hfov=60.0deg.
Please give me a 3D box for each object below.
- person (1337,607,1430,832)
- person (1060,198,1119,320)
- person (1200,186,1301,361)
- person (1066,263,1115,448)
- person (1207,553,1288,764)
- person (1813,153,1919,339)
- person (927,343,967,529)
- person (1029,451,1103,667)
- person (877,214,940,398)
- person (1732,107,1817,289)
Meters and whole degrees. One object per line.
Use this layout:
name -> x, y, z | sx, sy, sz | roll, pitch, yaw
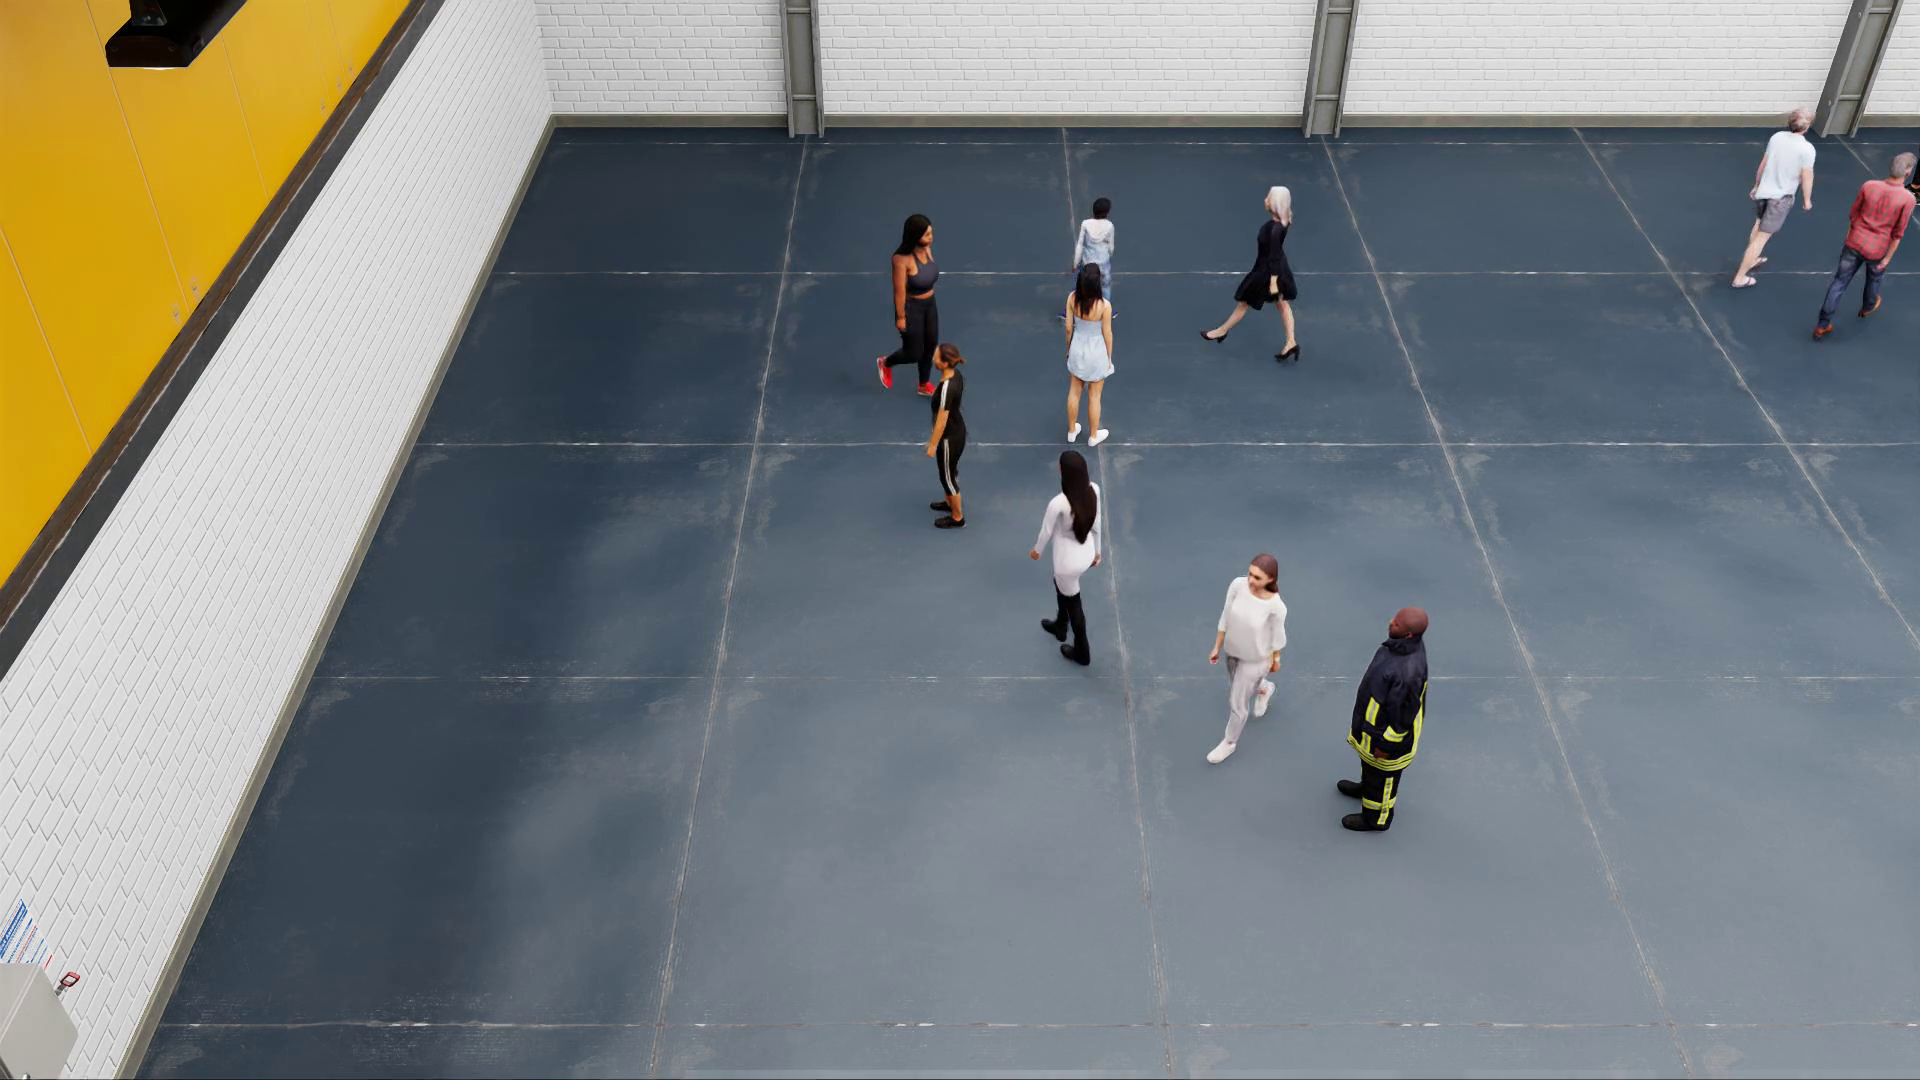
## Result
person -> 2.745, 1.112, 10.613 | 0.712, 1.823, 0.781 | 6, 39, 7
person -> 1.240, -2.640, 15.774 | 0.420, 1.245, 0.780 | -6, 39, -8
person -> 2.890, -2.379, 15.082 | 1.240, 1.701, 0.863 | 11, 40, 14
person -> 1.077, -1.569, 14.045 | 0.607, 1.730, 0.725 | 17, 42, 20
person -> 1.992, 0.714, 11.238 | 1.087, 1.664, 1.011 | -30, 48, -32
person -> 8.356, -2.684, 15.397 | 1.191, 1.785, 1.242 | 31, 48, 33
person -> -0.062, -0.816, 13.152 | 0.603, 1.668, 0.625 | 6, 39, 7
person -> 0.849, 0.197, 11.789 | 0.843, 1.784, 0.900 | -30, 48, -32
person -> -0.455, -2.035, 14.573 | 1.025, 1.798, 0.932 | 23, 44, 26
person -> 7.834, -3.294, 16.141 | 1.008, 1.810, 0.885 | -16, 41, -19
